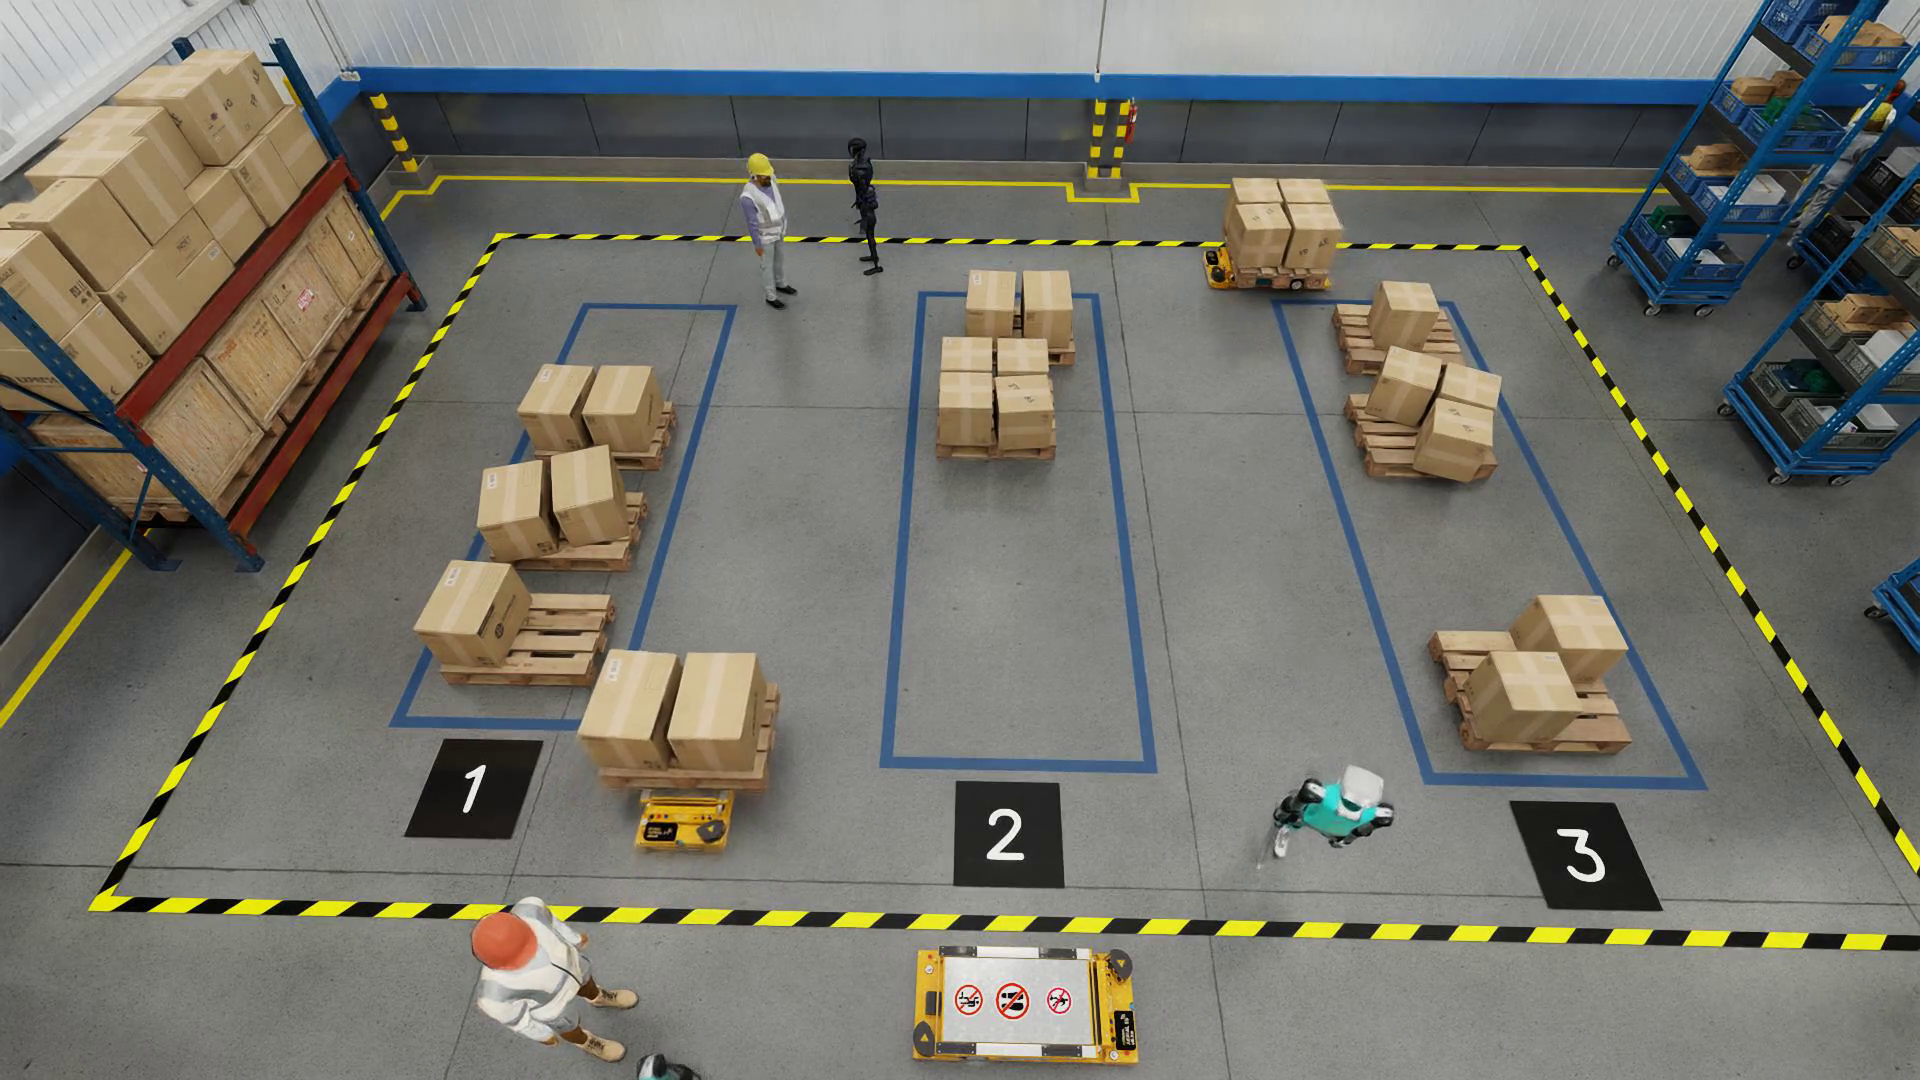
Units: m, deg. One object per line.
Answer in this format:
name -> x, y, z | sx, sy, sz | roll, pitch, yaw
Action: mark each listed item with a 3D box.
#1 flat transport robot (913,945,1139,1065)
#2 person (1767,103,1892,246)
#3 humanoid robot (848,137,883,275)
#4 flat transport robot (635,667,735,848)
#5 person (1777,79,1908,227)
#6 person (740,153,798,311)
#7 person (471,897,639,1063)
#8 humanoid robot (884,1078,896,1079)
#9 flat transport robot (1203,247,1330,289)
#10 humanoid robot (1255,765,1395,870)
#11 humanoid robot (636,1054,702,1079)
flat transport robot -> 0.422, 3.041, 6.007 | 1.431, 0.231, 0.659 | 1, 51, 1
person -> 10.594, -4.434, 11.146 | 0.287, 1.746, 0.486 | -33, 58, -24
humanoid robot -> -1.121, -3.908, 10.755 | 0.315, 1.655, 0.599 | -8, 51, -7
flat transport robot -> -2.035, 1.649, 7.123 | 0.652, 0.197, 1.431 | 1, 51, 1
person -> 10.975, -4.773, 11.361 | 0.390, 1.841, 0.565 | 12, 52, 10
person -> -2.136, -3.473, 10.308 | 0.404, 1.829, 0.599 | 18, 53, 14
person -> -2.307, 2.544, 5.269 | 0.370, 2.040, 0.614 | 3, 51, 2
humanoid robot -> -0.160, 3.319, 4.845 | 0.663, 1.823, 0.541 | 9, 51, 7
flat transport robot -> 3.743, -3.349, 11.198 | 1.431, 0.197, 0.652 | 1, 51, 1
humanoid robot -> 2.384, 1.762, 6.113 | 0.557, 1.790, 0.803 | 16, 53, 12
humanoid robot -> -1.182, 3.176, 4.972 | 0.952, 1.782, 0.552 | -3, 51, -3
